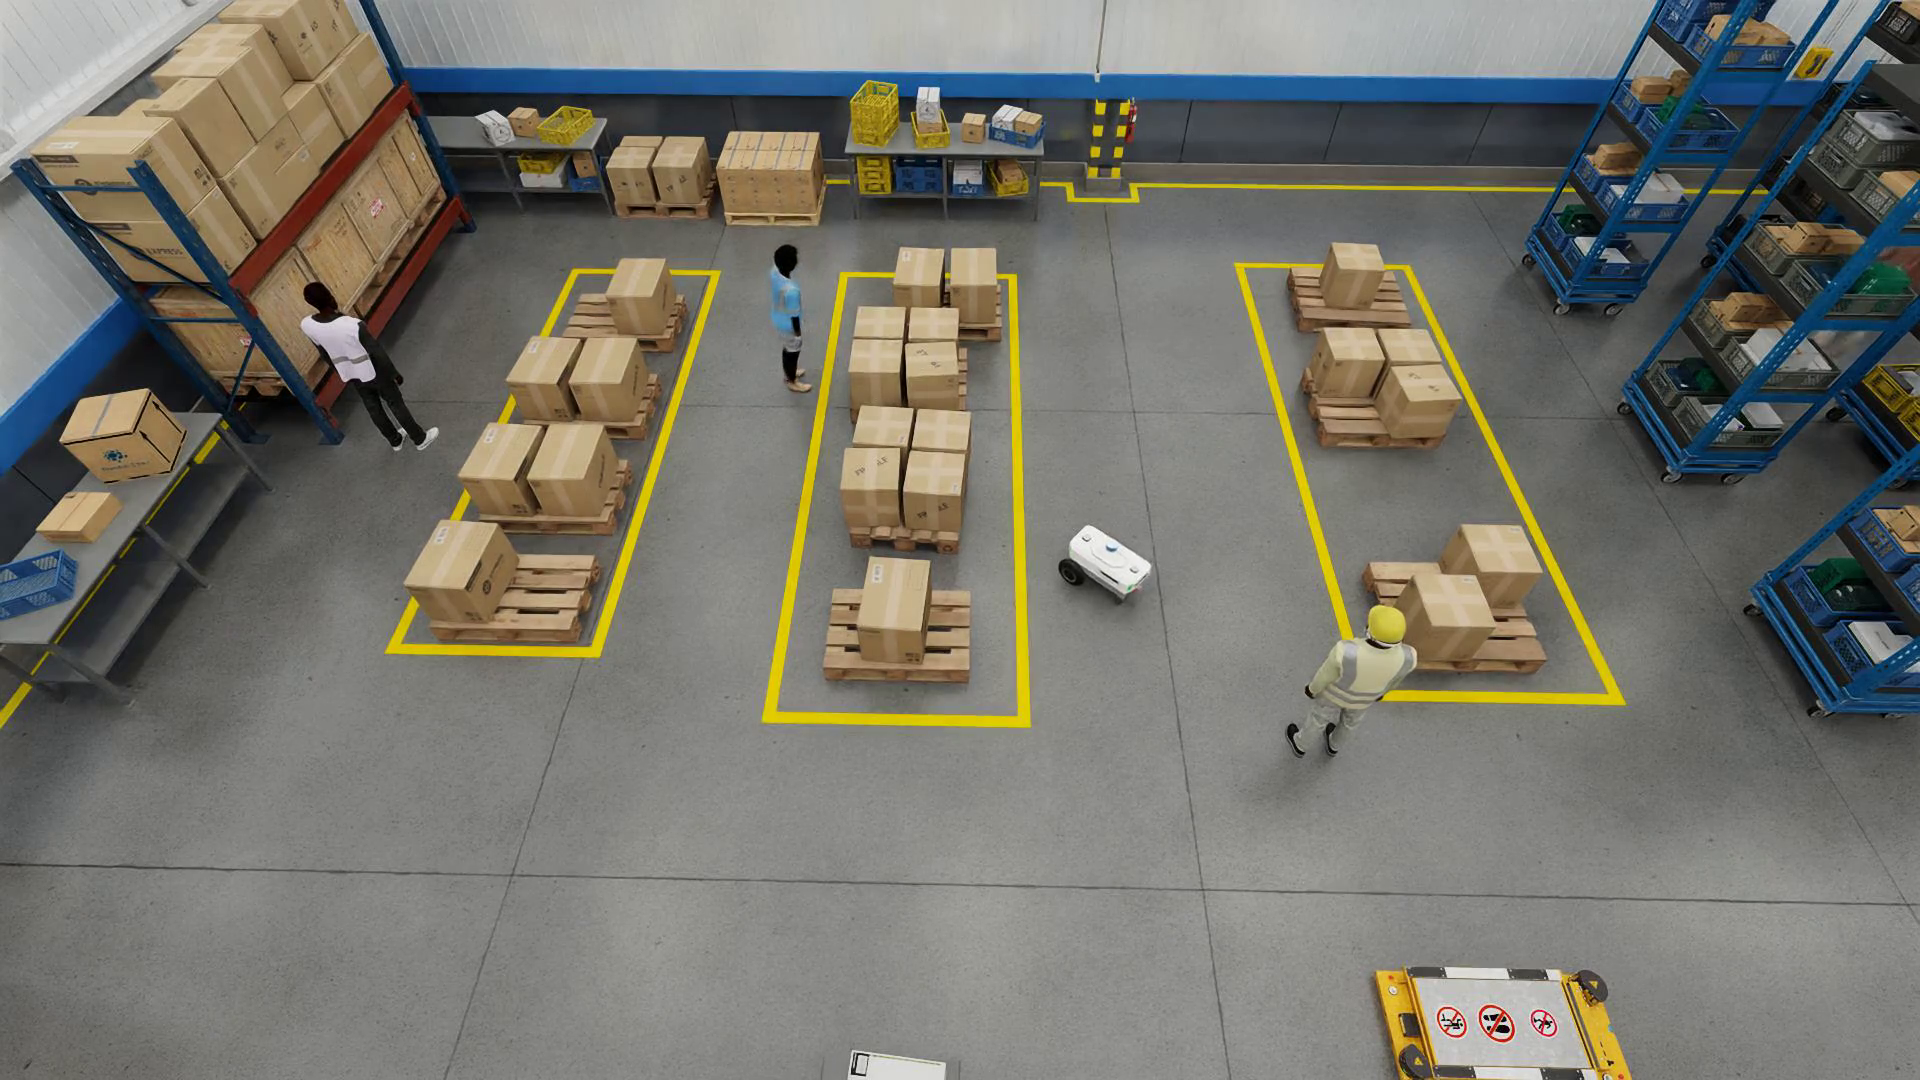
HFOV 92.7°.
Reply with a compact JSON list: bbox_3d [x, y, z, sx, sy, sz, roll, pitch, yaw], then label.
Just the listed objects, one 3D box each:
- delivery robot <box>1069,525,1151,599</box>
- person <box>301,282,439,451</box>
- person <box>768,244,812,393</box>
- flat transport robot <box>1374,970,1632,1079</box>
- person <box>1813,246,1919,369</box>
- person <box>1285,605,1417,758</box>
[{"bbox_3d":[1.315,0.184,8.078,0.707,0.478,0.477,35,59,25],"label":"delivery robot"},{"bbox_3d":[-5.655,-1.604,8.718,0.590,1.922,0.391,1,51,1],"label":"person"},{"bbox_3d":[-1.740,-2.244,9.395,0.358,1.675,0.559,-21,54,-16],"label":"person"},{"bbox_3d":[3.501,3.133,5.914,1.431,0.197,0.652,1,51,1],"label":"flat transport robot"},{"bbox_3d":[9.480,-2.531,9.465,0.743,1.952,0.534,37,60,26],"label":"person"},{"bbox_3d":[2.808,1.048,6.611,0.591,1.837,0.403,1,51,1],"label":"person"}]
